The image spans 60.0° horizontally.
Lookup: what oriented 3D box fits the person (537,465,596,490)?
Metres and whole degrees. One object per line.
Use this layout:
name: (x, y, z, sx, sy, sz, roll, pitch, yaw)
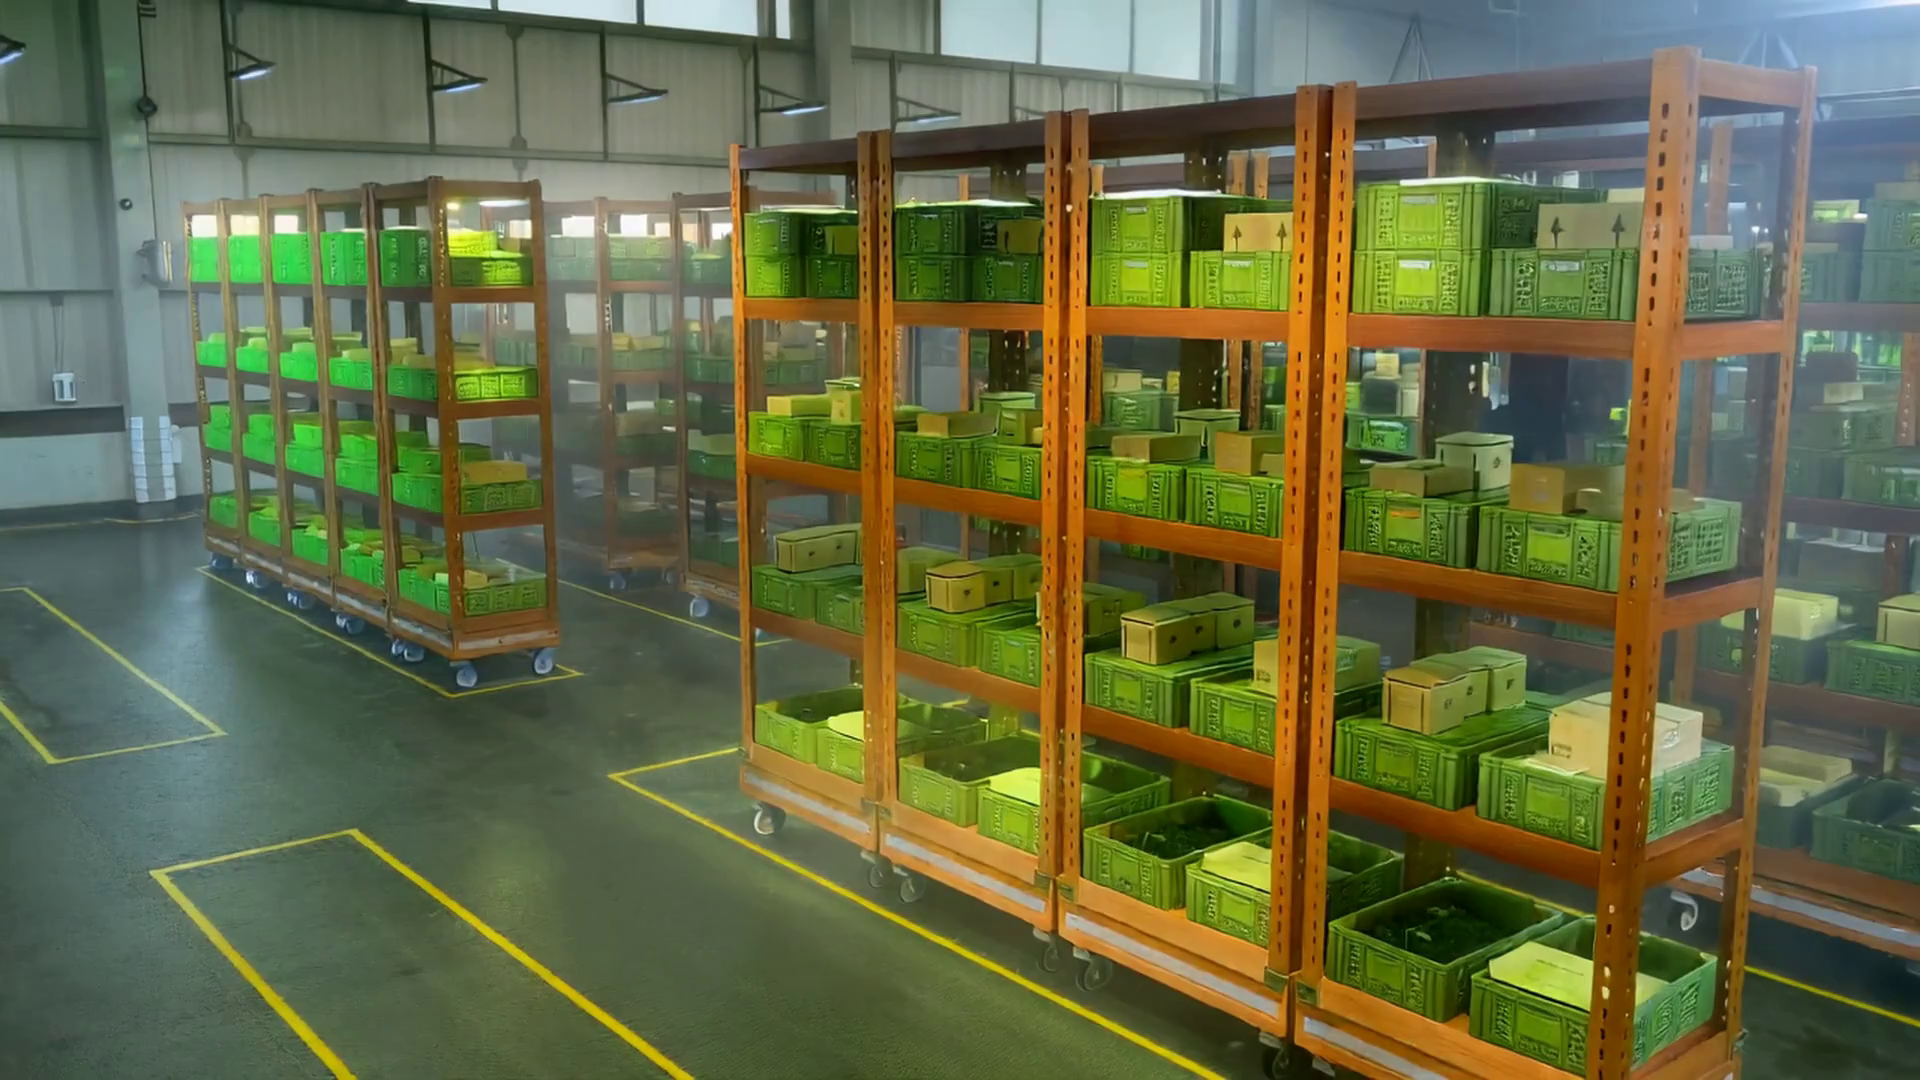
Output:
person: (-5.047, -1.358, 21.011, 0.956, 1.790, 0.591, -7, 12, -38)
